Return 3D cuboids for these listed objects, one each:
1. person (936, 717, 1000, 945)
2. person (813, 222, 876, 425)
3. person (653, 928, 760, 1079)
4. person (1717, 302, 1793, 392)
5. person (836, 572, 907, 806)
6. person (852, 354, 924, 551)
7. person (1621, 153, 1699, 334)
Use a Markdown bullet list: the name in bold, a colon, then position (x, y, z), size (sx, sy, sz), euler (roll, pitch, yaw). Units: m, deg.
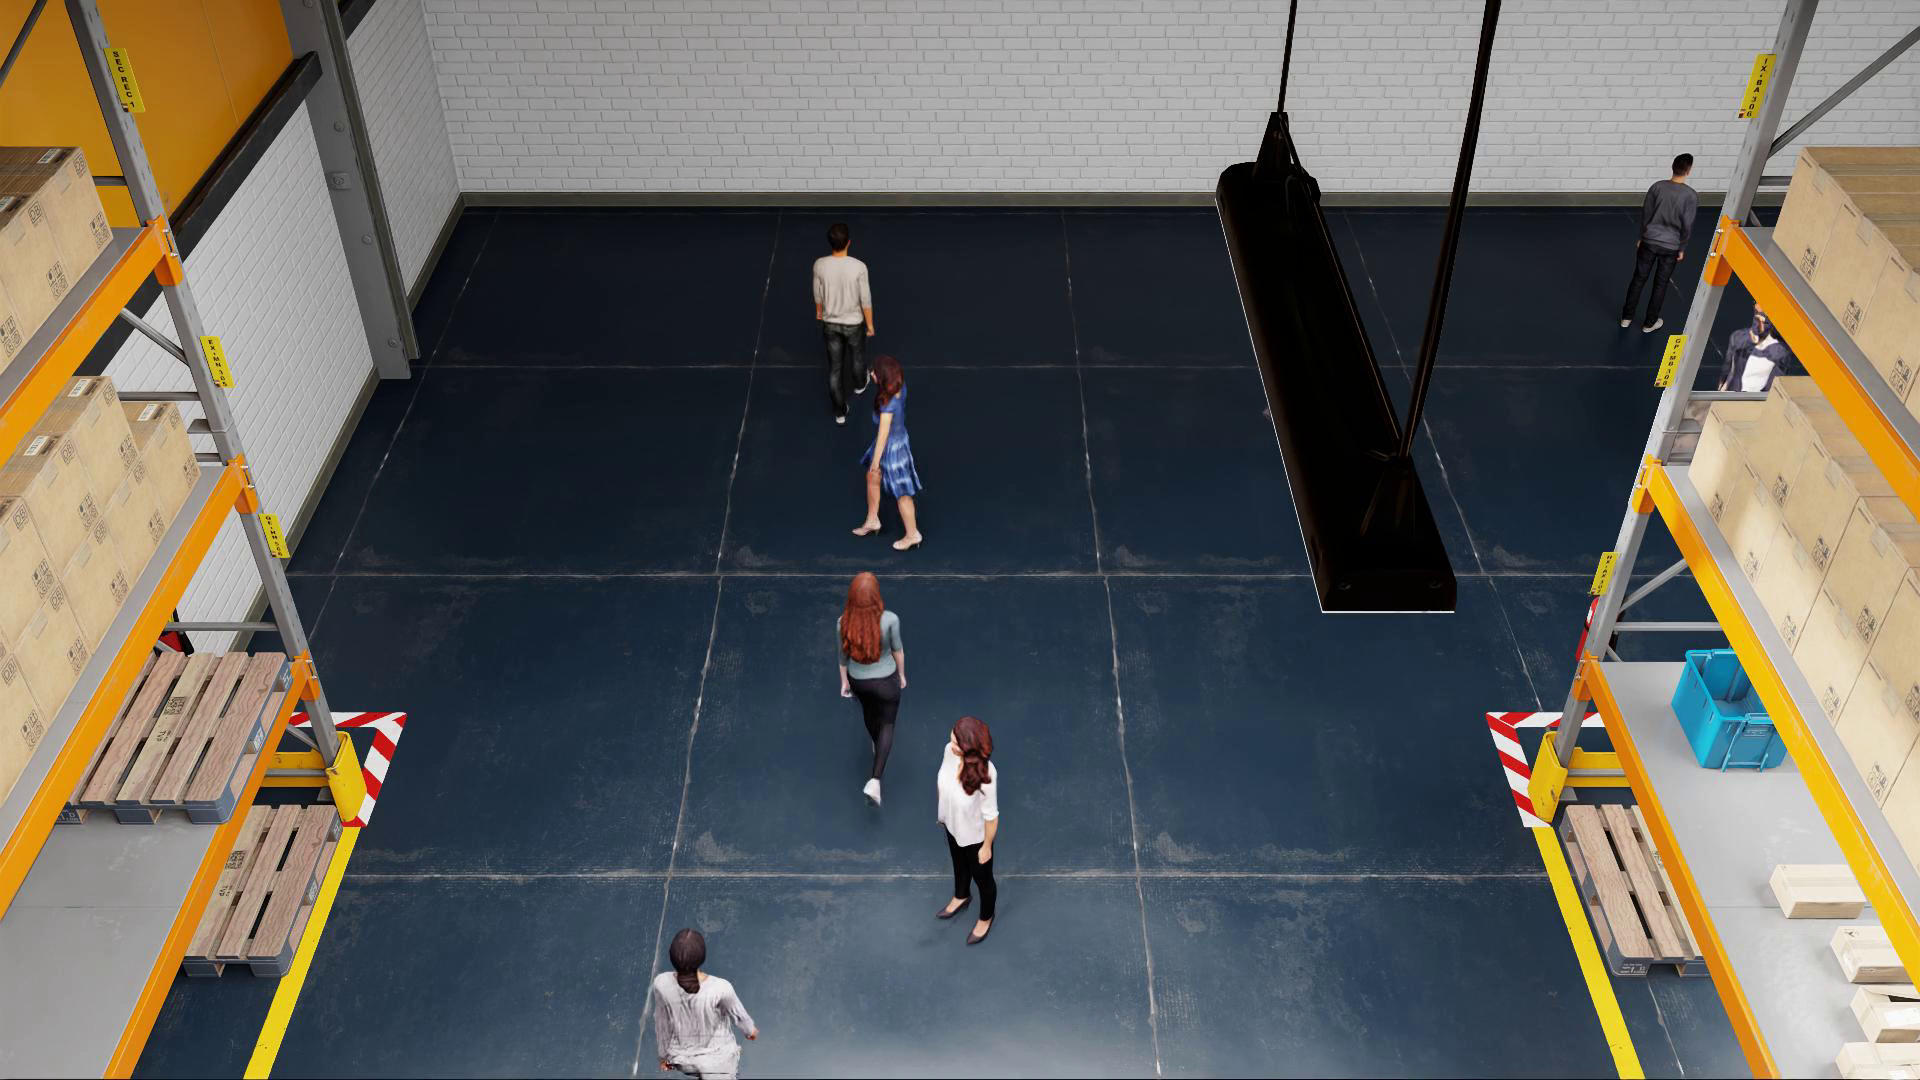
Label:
- **person**: position (0.065, 1.692, 9.769), size (0.741, 1.794, 0.661), euler (-27, 46, -30)
- **person**: position (-1.011, -1.806, 14.155), size (0.765, 1.788, 1.016), euler (4, 39, 5)
- **person**: position (-1.340, 2.721, 8.535), size (0.791, 1.725, 1.161), euler (8, 39, 10)
- **person**: position (6.262, -1.078, 13.199), size (1.210, 1.842, 1.288), euler (31, 48, 33)
- **person**: position (-0.561, 0.968, 10.732), size (0.668, 1.723, 1.083), euler (4, 39, 4)
- **person**: position (-0.435, -0.634, 12.687), size (0.739, 1.787, 0.756), euler (2, 39, 2)
- **person**: position (6.471, -2.742, 15.347), size (0.703, 1.761, 0.725), euler (23, 44, 26)
